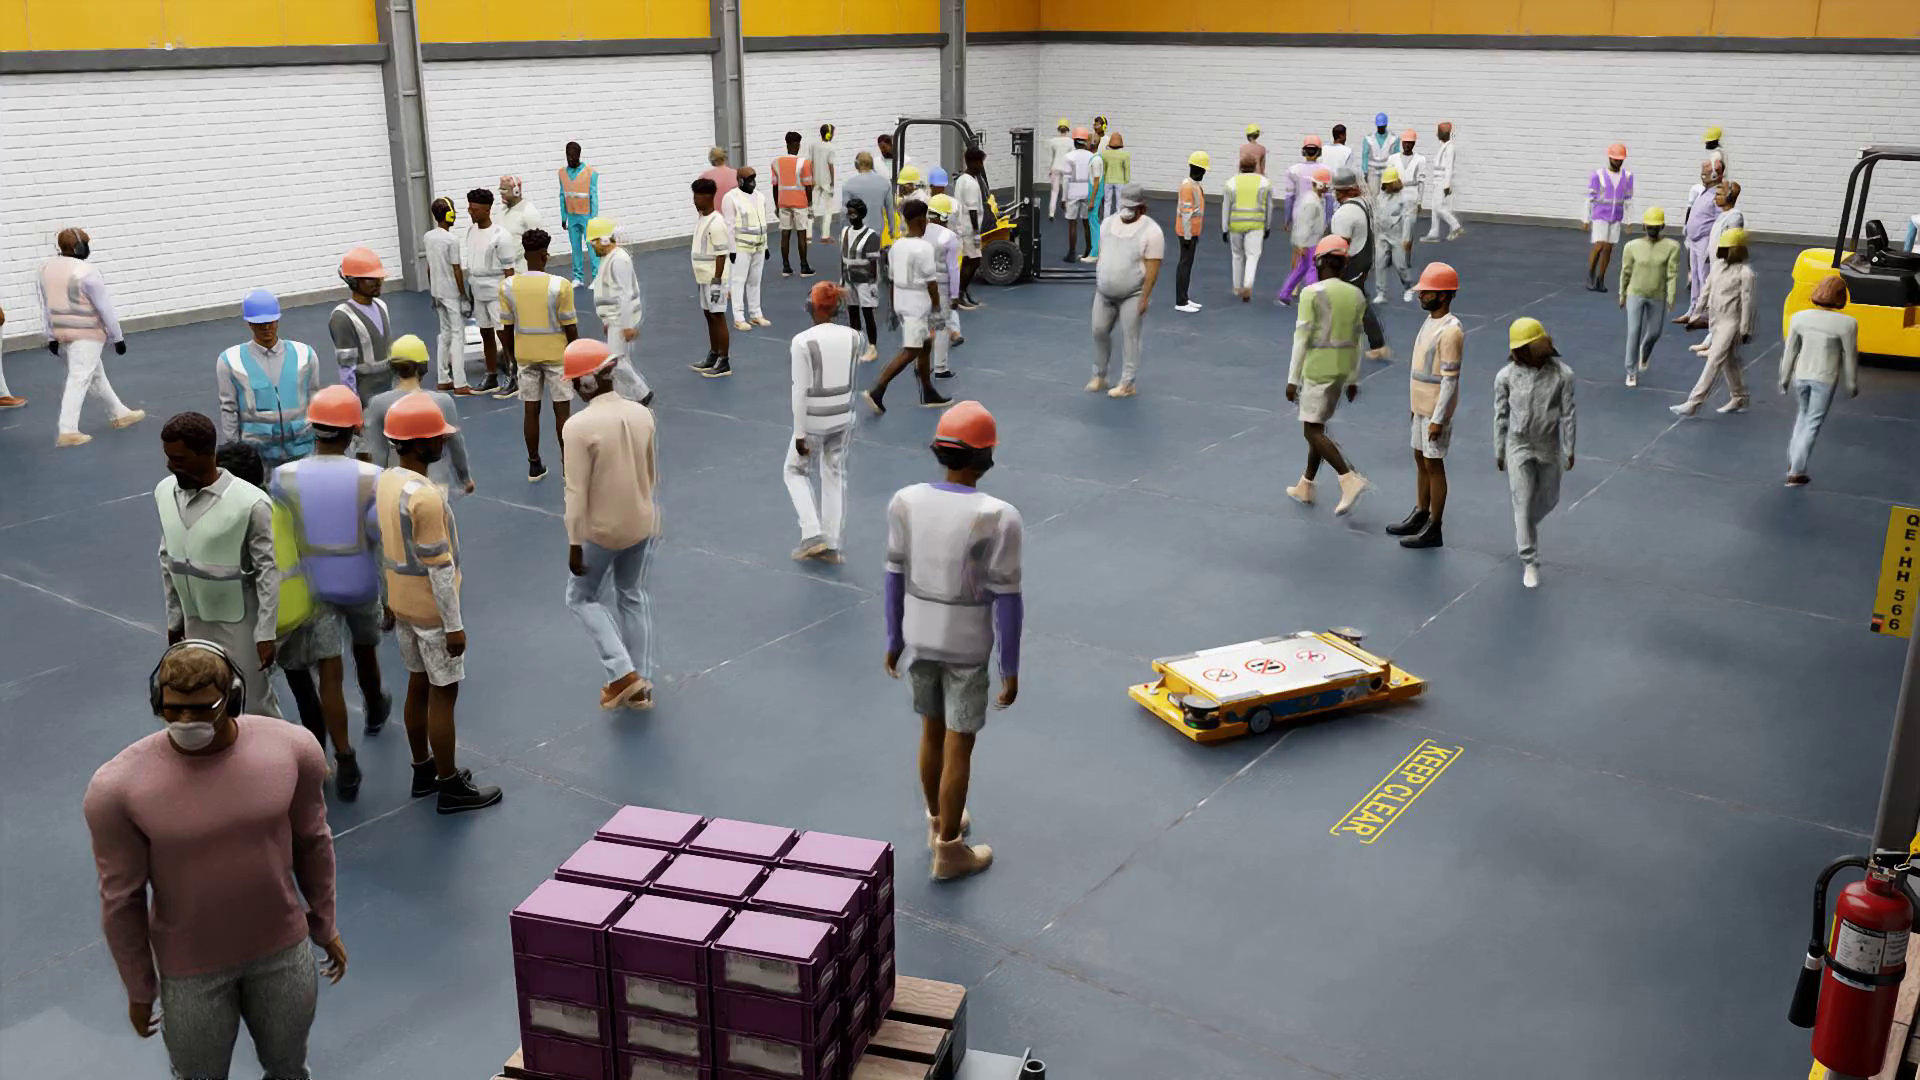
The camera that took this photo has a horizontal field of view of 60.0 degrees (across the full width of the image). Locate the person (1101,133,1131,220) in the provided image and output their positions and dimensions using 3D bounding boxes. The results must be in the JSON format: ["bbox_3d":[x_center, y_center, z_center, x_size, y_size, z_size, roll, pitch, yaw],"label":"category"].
[{"bbox_3d":[2.509,-5.747,26.897,0.512,1.628,0.292,6,19,19],"label":"person"}]

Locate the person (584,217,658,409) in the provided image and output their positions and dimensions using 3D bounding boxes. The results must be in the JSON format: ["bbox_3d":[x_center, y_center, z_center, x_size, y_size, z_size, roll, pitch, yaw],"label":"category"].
[{"bbox_3d":[-3.057,-1.954,14.754,0.454,1.802,0.620,-6,19,-19],"label":"person"}]

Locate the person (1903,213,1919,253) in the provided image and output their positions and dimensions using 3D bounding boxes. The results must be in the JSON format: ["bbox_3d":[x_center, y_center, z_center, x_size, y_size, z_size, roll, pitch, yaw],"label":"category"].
[{"bbox_3d":[10.791,-3.072,18.548,0.523,1.620,0.374,10,20,28],"label":"person"}]

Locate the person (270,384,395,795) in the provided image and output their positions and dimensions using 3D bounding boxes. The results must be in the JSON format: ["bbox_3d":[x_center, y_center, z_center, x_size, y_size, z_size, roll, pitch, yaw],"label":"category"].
[{"bbox_3d":[-2.944,0.187,7.925,0.549,1.875,1.012,-5,18,-16],"label":"person"}]

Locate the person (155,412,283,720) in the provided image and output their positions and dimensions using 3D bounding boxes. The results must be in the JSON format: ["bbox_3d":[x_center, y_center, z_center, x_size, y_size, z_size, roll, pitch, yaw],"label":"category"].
[{"bbox_3d":[-3.251,0.354,7.357,0.587,1.914,0.390,6,19,18],"label":"person"}]

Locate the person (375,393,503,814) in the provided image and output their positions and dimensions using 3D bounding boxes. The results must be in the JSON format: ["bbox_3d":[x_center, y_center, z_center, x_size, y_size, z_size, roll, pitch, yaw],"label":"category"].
[{"bbox_3d":[-2.385,0.291,7.514,0.356,1.938,0.543,-15,23,-39],"label":"person"}]

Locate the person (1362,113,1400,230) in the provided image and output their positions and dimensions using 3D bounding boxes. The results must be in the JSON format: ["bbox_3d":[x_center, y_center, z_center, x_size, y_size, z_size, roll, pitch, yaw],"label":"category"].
[{"bbox_3d":[6.911,-6.039,27.345,0.616,1.912,0.691,5,18,16],"label":"person"}]

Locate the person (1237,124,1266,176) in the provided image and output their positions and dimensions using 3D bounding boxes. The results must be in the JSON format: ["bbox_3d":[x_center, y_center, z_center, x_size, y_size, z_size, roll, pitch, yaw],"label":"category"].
[{"bbox_3d":[4.712,-5.922,27.253,0.557,1.734,0.758,-7,19,-20],"label":"person"}]

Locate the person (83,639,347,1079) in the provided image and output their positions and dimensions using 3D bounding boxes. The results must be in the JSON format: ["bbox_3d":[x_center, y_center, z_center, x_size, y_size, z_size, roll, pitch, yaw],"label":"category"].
[{"bbox_3d":[-2.065,1.179,4.740,0.629,1.936,0.372,-13,22,-36],"label":"person"}]

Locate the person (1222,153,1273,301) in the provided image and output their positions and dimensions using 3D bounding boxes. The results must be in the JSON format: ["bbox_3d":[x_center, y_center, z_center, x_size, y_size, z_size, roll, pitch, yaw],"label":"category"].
[{"bbox_3d":[3.608,-3.943,20.961,0.629,1.813,0.830,4,18,13],"label":"person"}]

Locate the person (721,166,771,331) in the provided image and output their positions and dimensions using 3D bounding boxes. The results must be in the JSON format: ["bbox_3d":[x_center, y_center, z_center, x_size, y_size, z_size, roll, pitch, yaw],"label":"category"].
[{"bbox_3d":[-2.413,-3.336,19.014,0.429,1.845,0.620,14,22,36],"label":"person"}]

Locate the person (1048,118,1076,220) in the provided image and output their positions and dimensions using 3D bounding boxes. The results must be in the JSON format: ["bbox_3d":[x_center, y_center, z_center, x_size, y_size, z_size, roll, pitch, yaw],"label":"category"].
[{"bbox_3d":[1.774,-6.434,28.885,0.539,1.733,0.814,6,19,17],"label":"person"}]

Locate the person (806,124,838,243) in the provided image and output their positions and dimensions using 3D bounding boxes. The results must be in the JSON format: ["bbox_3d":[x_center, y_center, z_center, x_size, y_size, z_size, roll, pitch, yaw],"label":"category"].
[{"bbox_3d":[-2.210,-5.535,25.914,0.594,1.839,0.564,12,21,33],"label":"person"}]

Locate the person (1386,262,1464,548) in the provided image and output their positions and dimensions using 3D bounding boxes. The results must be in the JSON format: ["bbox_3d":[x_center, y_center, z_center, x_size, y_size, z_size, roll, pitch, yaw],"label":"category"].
[{"bbox_3d":[3.172,-0.905,11.255,0.356,1.938,0.543,-1,18,-2],"label":"person"}]

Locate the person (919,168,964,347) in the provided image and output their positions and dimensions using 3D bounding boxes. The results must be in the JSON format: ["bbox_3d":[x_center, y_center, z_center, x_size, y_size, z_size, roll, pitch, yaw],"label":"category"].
[{"bbox_3d":[-0.243,-3.052,18.016,0.640,1.897,0.967,-4,18,-13],"label":"person"}]

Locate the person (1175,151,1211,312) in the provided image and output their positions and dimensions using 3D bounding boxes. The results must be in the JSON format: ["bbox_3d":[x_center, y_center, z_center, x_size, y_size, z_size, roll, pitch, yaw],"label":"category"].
[{"bbox_3d":[2.811,-3.734,20.140,0.399,1.913,0.589,5,18,15],"label":"person"}]

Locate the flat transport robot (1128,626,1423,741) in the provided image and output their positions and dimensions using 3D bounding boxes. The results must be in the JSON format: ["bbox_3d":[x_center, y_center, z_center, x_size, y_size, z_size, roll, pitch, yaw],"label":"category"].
[{"bbox_3d":[1.674,0.740,8.802,1.431,0.197,0.652,-8,20,-24],"label":"flat transport robot"}]

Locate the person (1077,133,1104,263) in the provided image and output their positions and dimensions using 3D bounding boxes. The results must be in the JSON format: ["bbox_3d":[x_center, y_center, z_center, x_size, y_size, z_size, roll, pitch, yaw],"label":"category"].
[{"bbox_3d":[1.899,-4.934,24.007,0.345,1.846,0.508,-1,18,-2],"label":"person"}]

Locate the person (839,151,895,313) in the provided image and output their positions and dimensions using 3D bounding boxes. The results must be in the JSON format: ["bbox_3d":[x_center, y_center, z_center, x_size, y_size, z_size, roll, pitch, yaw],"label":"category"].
[{"bbox_3d":[-1.156,-3.733,20.132,0.663,1.908,0.747,-9,20,-26],"label":"person"}]

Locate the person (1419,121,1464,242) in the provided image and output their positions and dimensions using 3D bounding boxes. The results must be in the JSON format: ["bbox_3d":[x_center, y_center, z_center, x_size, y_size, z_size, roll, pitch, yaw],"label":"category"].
[{"bbox_3d":[7.595,-5.587,26.015,0.565,1.872,0.604,2,18,5],"label":"person"}]

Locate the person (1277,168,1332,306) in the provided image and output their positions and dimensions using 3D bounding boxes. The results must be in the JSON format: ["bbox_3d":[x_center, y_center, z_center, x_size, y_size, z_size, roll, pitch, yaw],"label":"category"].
[{"bbox_3d":[4.200,-3.640,20.197,0.705,1.730,0.604,7,19,20],"label":"person"}]

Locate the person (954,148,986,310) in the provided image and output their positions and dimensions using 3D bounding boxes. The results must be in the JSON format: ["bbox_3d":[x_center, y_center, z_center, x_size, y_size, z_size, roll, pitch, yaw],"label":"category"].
[{"bbox_3d":[0.122,-3.786,20.272,0.449,1.942,0.620,-5,19,-16],"label":"person"}]

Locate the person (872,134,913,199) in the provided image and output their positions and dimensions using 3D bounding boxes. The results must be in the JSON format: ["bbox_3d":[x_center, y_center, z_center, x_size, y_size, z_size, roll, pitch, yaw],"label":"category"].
[{"bbox_3d":[-0.892,-4.788,23.512,0.665,1.873,0.606,3,18,10],"label":"person"}]

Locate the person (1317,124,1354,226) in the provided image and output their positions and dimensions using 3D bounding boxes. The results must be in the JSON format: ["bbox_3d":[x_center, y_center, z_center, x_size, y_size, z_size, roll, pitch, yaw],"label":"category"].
[{"bbox_3d":[5.531,-5.171,24.637,0.590,1.914,0.386,14,23,38],"label":"person"}]

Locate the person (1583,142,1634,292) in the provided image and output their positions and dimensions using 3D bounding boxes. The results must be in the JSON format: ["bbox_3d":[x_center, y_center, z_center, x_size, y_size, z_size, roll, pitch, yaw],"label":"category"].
[{"bbox_3d":[8.354,-4.142,21.414,0.569,1.914,0.477,-1,18,-2],"label":"person"}]

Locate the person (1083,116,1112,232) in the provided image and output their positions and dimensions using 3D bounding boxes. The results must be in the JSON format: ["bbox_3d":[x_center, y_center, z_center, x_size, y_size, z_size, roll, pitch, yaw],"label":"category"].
[{"bbox_3d":[2.279,-5.960,27.174,0.327,1.874,0.520,-13,22,-36],"label":"person"}]

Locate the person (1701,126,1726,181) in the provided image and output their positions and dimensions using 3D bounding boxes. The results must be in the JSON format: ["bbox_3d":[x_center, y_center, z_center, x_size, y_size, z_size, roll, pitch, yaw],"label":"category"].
[{"bbox_3d":[11.258,-5.254,24.949,0.458,1.878,0.663,9,20,26],"label":"person"}]

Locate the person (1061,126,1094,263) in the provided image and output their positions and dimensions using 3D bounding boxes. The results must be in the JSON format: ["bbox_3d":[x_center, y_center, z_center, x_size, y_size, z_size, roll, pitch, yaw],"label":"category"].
[{"bbox_3d":[1.710,-4.975,23.991,0.551,1.933,0.378,-7,19,-20],"label":"person"}]

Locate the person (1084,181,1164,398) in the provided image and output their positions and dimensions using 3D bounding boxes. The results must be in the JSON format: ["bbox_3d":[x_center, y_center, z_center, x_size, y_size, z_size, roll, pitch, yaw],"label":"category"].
[{"bbox_3d":[1.542,-2.369,15.668,0.698,2.000,0.540,12,21,33],"label":"person"}]

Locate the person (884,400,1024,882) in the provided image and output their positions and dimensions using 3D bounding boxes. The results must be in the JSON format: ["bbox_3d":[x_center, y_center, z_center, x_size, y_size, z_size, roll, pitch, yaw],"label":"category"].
[{"bbox_3d":[-0.005,0.430,7.007,0.637,2.017,0.669,10,20,28],"label":"person"}]

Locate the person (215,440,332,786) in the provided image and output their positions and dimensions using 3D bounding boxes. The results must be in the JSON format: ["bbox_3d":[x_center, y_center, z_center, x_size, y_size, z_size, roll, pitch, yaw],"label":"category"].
[{"bbox_3d":[-3.216,0.362,7.721,0.523,1.660,0.550,4,18,12],"label":"person"}]

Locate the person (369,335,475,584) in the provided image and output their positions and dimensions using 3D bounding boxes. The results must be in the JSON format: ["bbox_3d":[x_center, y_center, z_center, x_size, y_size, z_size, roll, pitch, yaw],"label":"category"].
[{"bbox_3d":[-3.202,-0.358,9.900,0.522,1.718,0.926,3,18,9],"label":"person"}]
